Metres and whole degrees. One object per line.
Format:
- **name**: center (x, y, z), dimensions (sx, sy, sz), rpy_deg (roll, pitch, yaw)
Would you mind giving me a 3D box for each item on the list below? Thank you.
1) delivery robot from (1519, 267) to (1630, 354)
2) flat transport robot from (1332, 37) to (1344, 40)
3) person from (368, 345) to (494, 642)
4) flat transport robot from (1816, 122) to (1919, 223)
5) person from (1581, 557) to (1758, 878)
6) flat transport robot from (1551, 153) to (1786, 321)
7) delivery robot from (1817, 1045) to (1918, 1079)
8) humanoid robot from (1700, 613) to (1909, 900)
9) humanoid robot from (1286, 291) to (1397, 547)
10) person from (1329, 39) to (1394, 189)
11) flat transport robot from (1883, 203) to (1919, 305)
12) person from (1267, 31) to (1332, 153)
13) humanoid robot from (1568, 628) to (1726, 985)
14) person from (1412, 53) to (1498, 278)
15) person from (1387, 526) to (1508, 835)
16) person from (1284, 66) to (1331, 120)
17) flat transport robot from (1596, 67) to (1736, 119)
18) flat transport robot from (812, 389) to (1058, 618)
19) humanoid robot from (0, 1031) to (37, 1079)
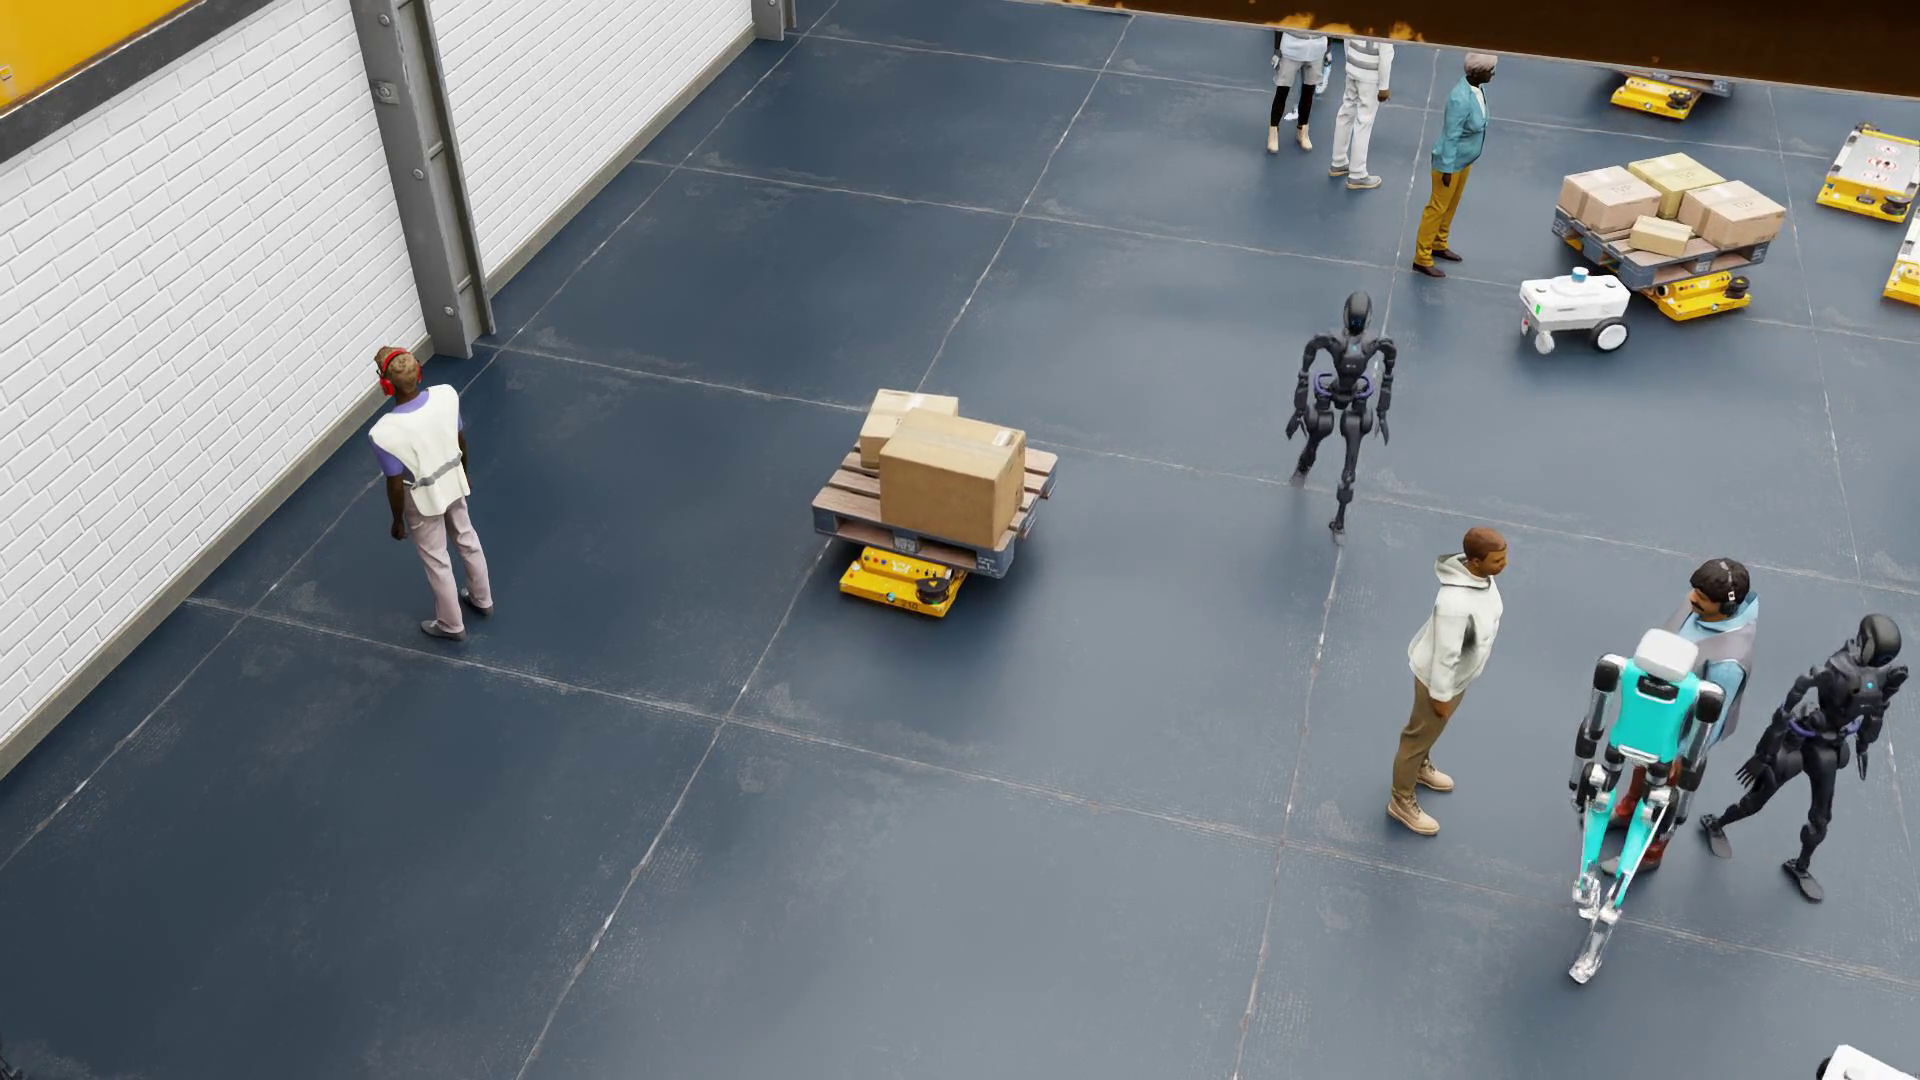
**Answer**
- **delivery robot**: center (4.384, -1.653, 11.845), dimensions (0.782, 0.610, 0.502), rpy_deg (-4, 39, -5)
- **flat transport robot**: center (3.814, -5.383, 16.700), dimensions (0.659, 0.231, 1.431), rpy_deg (18, 42, 21)
- **person**: center (-2.861, -0.231, 9.034), dimensions (0.391, 1.846, 0.563), rpy_deg (21, 43, 24)
- **flat transport robot**: center (7.628, -3.059, 13.809), dimensions (0.659, 0.231, 1.431), rpy_deg (23, 44, 25)
- **person**: center (3.345, 0.824, 7.704), dimensions (0.414, 1.871, 0.541), rpy_deg (0, 39, 0)
- **flat transport robot**: center (5.266, -2.138, 12.664), dimensions (0.659, 0.231, 1.431), rpy_deg (-14, 41, -16)
- **delivery robot**: center (3.838, 2.411, 6.786), dimensions (0.796, 0.606, 0.499), rpy_deg (26, 46, 29)
- **humanoid robot**: center (3.937, 0.952, 7.707), dimensions (0.615, 1.645, 0.570), rpy_deg (-6, 39, -8)
- **humanoid robot**: center (2.273, -0.813, 9.944), dimensions (0.610, 1.632, 0.759), rpy_deg (3, 39, 3)
- **person**: center (3.282, -3.763, 13.397), dimensions (0.357, 1.883, 0.572), rpy_deg (-14, 41, -17)
- **flat transport robot**: center (7.530, -2.148, 12.676), dimensions (0.659, 0.231, 1.431), rpy_deg (22, 44, 25)
- **person**: center (2.866, -4.072, 13.928), dimensions (0.540, 1.695, 0.316), rpy_deg (-4, 39, -5)
- **humanoid robot**: center (2.845, 1.264, 7.285), dimensions (0.551, 1.775, 0.881), rpy_deg (22, 44, 25)
- **person**: center (3.673, -2.800, 12.309), dimensions (0.344, 1.750, 0.528), rpy_deg (23, 44, 26)
- **person**: center (2.329, 0.638, 8.014), dimensions (0.373, 1.767, 0.519), rpy_deg (19, 43, 22)
- **person**: center (3.120, -4.592, 14.586), dimensions (0.643, 1.689, 0.498), rpy_deg (-25, 45, -28)
- **flat transport robot**: center (6.551, -4.274, 15.321), dimensions (0.659, 0.231, 1.431), rpy_deg (23, 44, 26)
- **flat transport robot**: center (-0.144, -0.099, 10.127), dimensions (0.659, 0.231, 1.431), rpy_deg (14, 41, 17)
- **humanoid robot**: center (-4.004, 1.971, 6.455), dimensions (0.596, 1.632, 0.744), rpy_deg (5, 39, 6)
